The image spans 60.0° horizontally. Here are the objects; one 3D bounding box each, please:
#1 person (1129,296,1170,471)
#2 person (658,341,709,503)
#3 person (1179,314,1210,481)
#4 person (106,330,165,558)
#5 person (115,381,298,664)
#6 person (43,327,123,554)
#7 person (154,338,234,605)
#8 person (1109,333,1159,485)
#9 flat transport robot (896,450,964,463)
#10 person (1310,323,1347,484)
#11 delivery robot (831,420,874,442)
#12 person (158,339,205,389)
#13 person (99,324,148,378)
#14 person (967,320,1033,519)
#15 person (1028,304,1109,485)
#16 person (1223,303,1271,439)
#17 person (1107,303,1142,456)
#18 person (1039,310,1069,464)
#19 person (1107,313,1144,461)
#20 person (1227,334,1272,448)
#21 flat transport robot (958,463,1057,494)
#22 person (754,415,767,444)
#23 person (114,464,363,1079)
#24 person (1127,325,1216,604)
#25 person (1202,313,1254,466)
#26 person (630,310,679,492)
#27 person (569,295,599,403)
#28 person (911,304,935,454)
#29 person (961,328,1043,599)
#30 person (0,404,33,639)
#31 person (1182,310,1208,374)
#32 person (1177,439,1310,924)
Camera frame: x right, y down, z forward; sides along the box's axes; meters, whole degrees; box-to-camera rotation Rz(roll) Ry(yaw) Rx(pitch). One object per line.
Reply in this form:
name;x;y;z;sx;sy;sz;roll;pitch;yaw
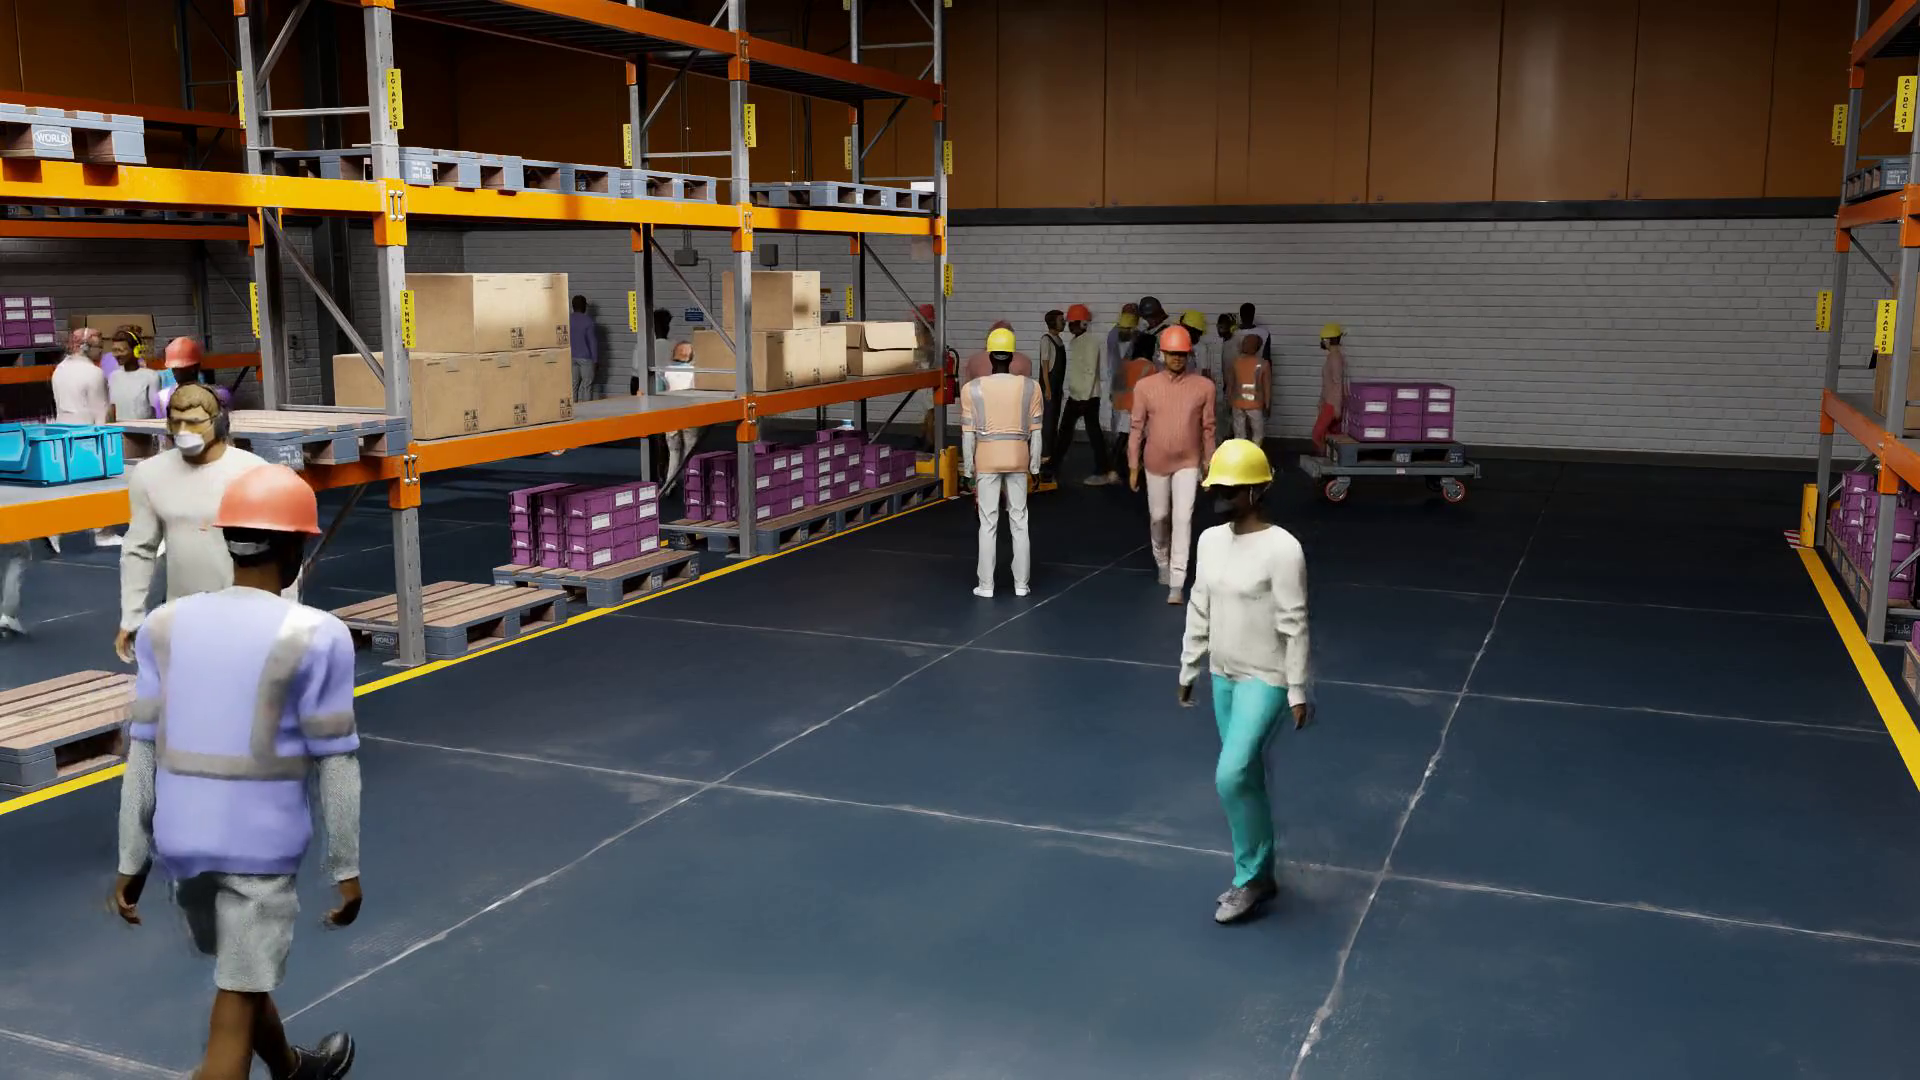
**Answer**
person;2.162;-1.759;18.904;0.535;2.000;0.684;-3;10;-18
person;-2.759;-1.172;16.586;0.554;1.619;0.366;1;9;5
person;2.466;-1.535;18.112;0.530;1.844;0.577;-4;10;-24
person;-6.639;-0.747;13.329;0.513;1.854;0.428;4;10;25
person;-3.009;0.335;6.608;0.652;1.915;0.721;2;10;10
person;-7.246;-0.815;13.684;0.659;1.876;0.795;7;12;36
person;-5.307;-0.464;11.569;0.548;1.871;1.034;-1;9;-6
person;1.935;-1.402;17.956;0.909;1.640;0.541;-8;12;-38
flat transport robot;-0.559;-0.858;18.794;0.652;0.197;1.431;-7;12;-37
person;3.981;-1.463;17.998;0.557;1.747;0.538;2;10;10
delivery robot;-1.330;-1.172;19.552;0.477;0.478;0.707;-8;12;-42
person;-7.393;-1.069;15.800;0.532;1.681;0.409;1;9;4
person;-8.057;-1.156;15.939;0.607;1.817;0.595;4;10;21
person;0.363;-1.140;15.708;0.654;1.869;0.968;2;10;12
person;1.204;-1.543;17.856;0.937;1.948;0.636;-4;10;-23
person;3.535;-1.964;20.528;0.586;1.914;0.392;2;10;11
person;2.115;-1.999;20.765;0.403;1.906;0.652;-5;11;-30
person;1.123;-1.825;19.892;0.339;1.846;0.514;4;10;21
person;2.076;-1.857;20.202;0.621;1.809;0.600;7;11;35
person;3.185;-1.460;18.346;0.551;1.620;0.354;6;11;32
flat transport robot;0.273;-0.663;17.608;1.431;0.197;0.652;9;13;42
person;-2.111;-1.361;17.784;0.595;1.603;0.554;-2;10;-14
person;-1.779;0.753;4.229;0.566;1.861;0.954;2;10;11
person;1.521;-0.571;11.987;0.629;1.957;1.003;1;9;9
person;3.147;-1.720;19.336;0.909;1.821;0.536;-2;10;-12
person;-3.180;-1.481;17.642;0.609;1.900;1.045;-4;10;-24
person;-5.644;-2.677;24.776;0.632;1.940;0.372;4;10;24
person;-0.348;-1.939;20.391;0.442;1.910;0.578;1;9;9
person;0.293;-0.534;11.822;0.587;1.928;0.363;-1;9;-8
person;-6.102;-0.157;10.472;0.529;1.609;0.410;-1;9;-4
person;2.459;-1.542;18.031;0.494;1.886;0.635;6;11;33
person;0.998;0.508;6.007;0.543;1.745;0.560;-6;11;-30
